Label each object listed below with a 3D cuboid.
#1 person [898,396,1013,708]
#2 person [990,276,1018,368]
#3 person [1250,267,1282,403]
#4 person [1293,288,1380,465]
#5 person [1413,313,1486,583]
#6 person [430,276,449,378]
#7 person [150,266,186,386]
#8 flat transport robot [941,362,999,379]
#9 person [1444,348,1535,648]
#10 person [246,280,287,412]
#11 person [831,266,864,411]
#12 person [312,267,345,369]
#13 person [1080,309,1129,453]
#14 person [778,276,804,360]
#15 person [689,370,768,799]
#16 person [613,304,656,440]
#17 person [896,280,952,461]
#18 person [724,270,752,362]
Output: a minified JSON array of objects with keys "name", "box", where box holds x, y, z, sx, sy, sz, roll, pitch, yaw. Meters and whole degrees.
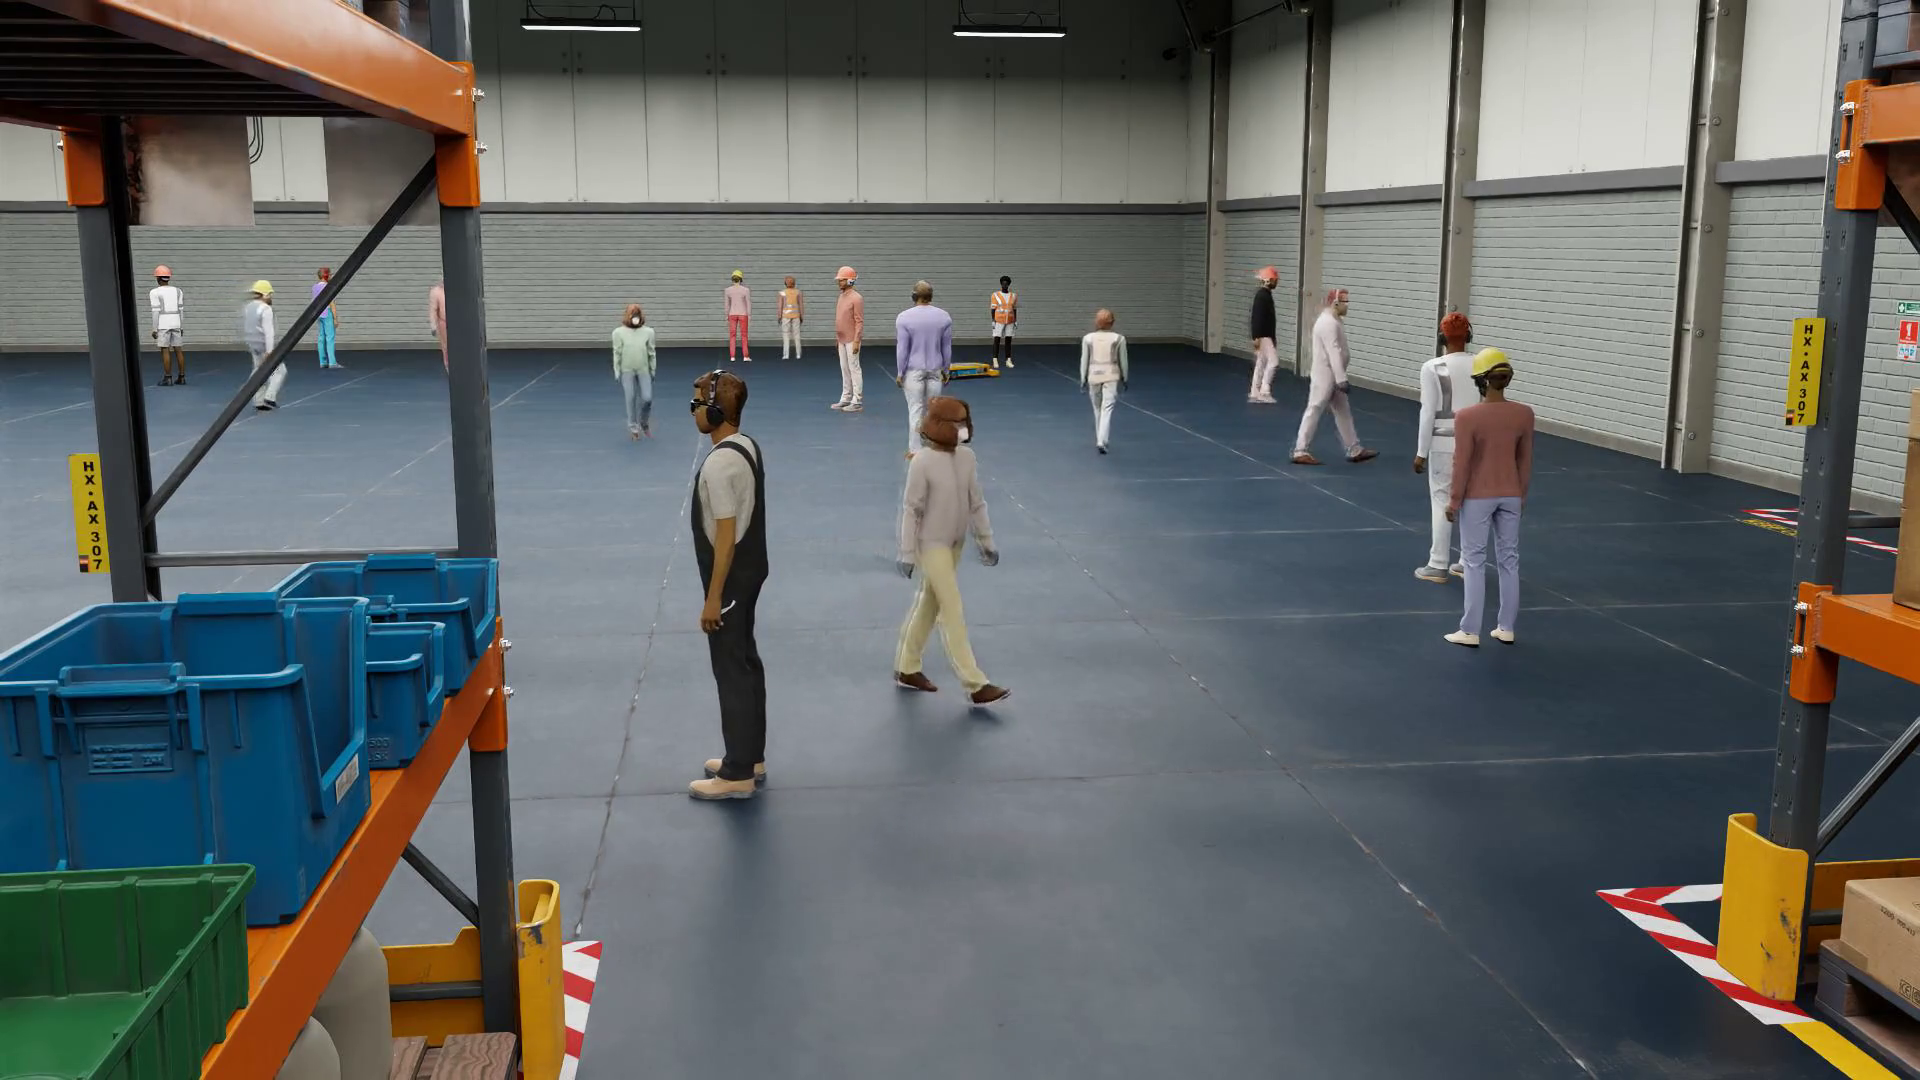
[{"name":"person","box":[-0.024,0.057,8.600,0.844,1.590,0.515,7,12,32]},{"name":"person","box":[0.810,-3.998,30.545,0.530,1.693,0.321,-4,11,-20]},{"name":"person","box":[4.467,-2.940,23.968,0.605,1.970,0.642,4,11,20]},{"name":"person","box":[3.985,-1.700,17.495,0.959,1.864,0.667,3,11,17]},{"name":"person","box":[3.434,-0.640,11.613,0.575,1.883,0.362,-3,11,-18]},{"name":"person","box":[-8.567,-3.613,27.983,0.658,1.865,0.975,-3,11,-18]},{"name":"person","box":[-12.829,-3.458,26.913,0.354,1.939,0.544,6,12,30]},{"name":"flat transport robot","box":[-0.078,-2.901,28.428,1.431,0.197,0.652,-9,14,-41]},{"name":"person","box":[3.102,-0.243,9.777,0.522,1.763,0.320,-3,11,-16]},{"name":"person","box":[-9.551,-2.657,22.870,0.601,1.816,0.430,8,13,36]},{"name":"person","box":[-1.551,-2.781,23.040,0.379,1.996,0.611,-6,12,-31]},{"name":"person","box":[-11.589,-4.047,30.384,0.566,1.850,0.389,7,12,33]},{"name":"person","box":[1.611,-1.783,18.672,0.528,1.596,0.874,3,11,18]},{"name":"person","box":[-3.327,-4.363,32.699,0.523,1.636,0.310,-4,11,-19]},{"name":"person","box":[-1.002,0.191,7.158,0.336,1.845,0.514,1,10,7]},{"name":"person","box":[-3.843,-1.979,19.688,0.503,1.623,0.359,-3,11,-16]},{"name":"person","box":[-0.392,-1.806,17.853,0.636,1.939,0.365,-4,11,-22]},{"name":"person","box":[-4.273,-4.316,32.085,0.522,1.770,0.310,1,10,7]}]
